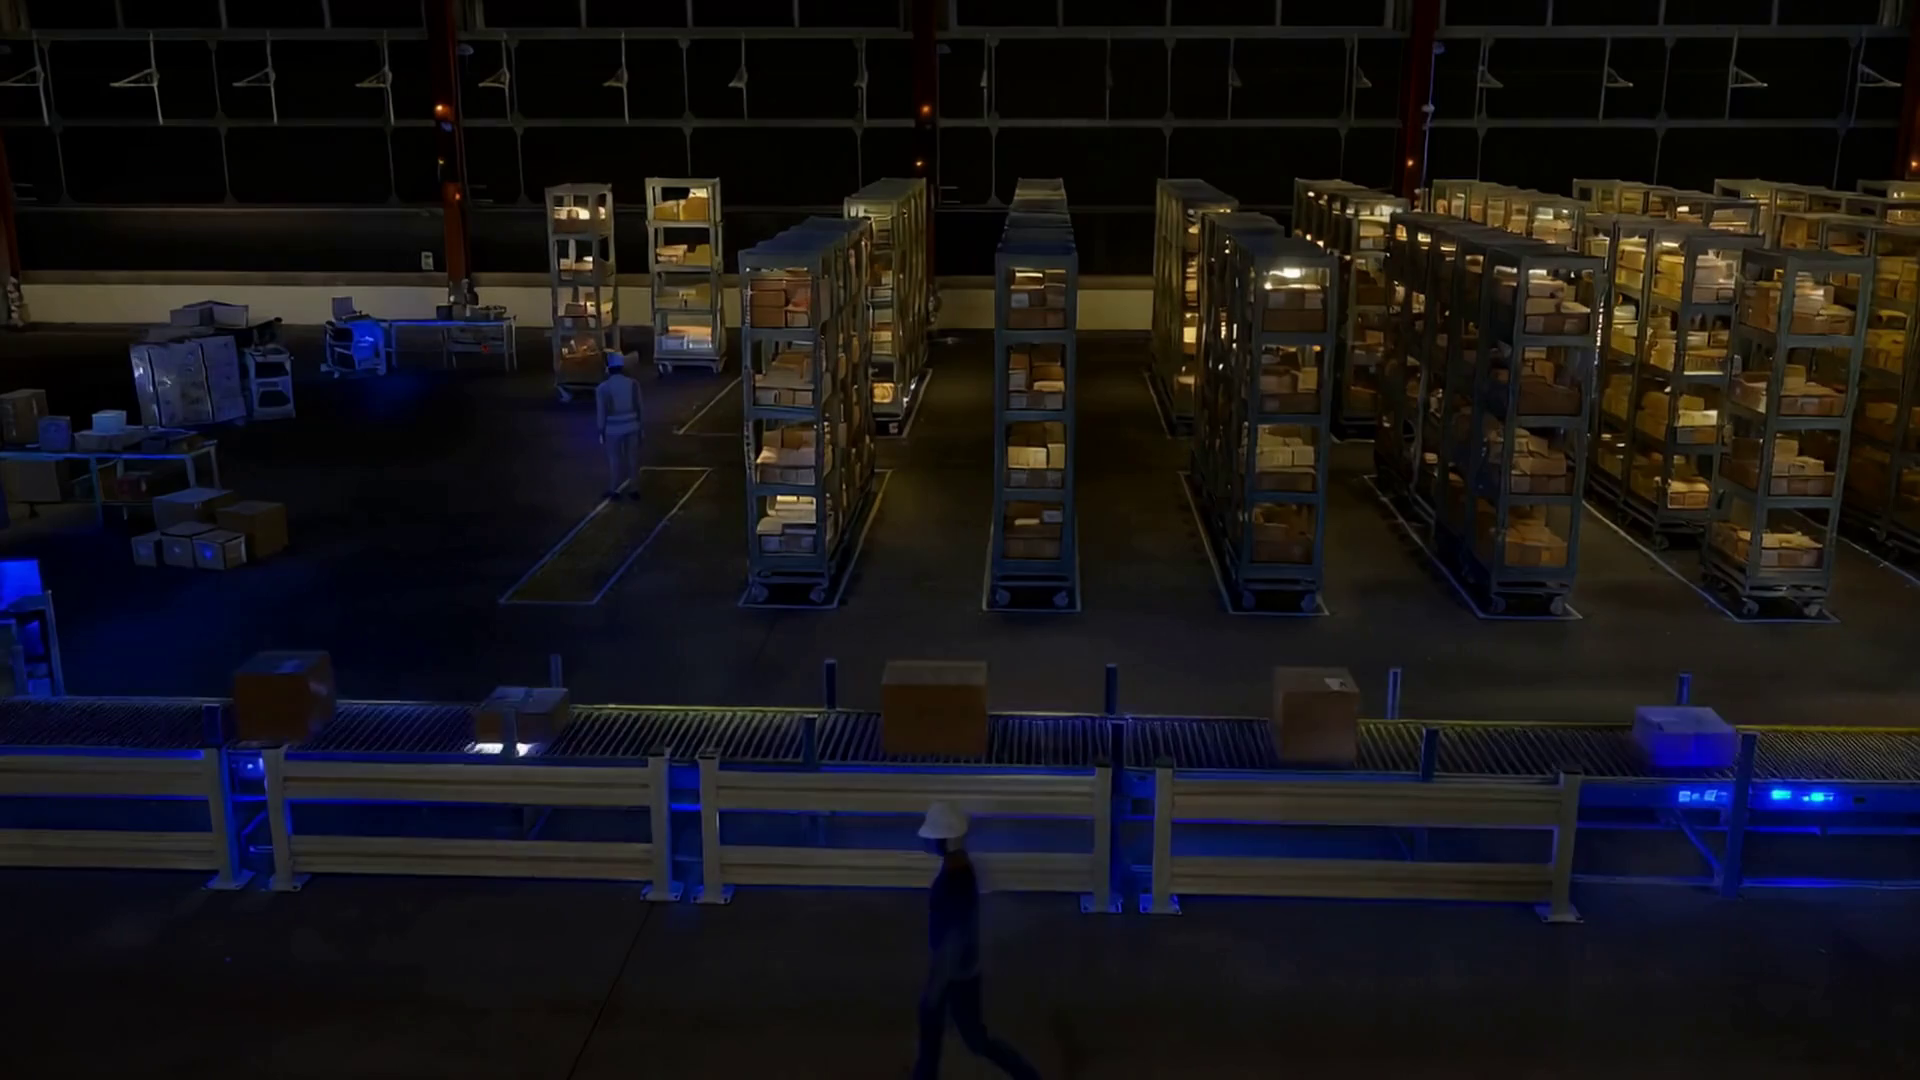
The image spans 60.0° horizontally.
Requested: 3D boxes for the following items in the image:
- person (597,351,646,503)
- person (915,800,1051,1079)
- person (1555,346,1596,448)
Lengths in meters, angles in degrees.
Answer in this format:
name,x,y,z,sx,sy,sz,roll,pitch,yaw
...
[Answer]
name,x,y,z,sx,sy,sz,roll,pitch,yaw
person,-4.314,-1.444,21.211,0.615,1.943,0.409,-8,17,-27
person,0.045,2.122,8.377,0.828,1.735,0.531,-1,15,-4
person,9.052,-2.266,24.497,0.660,1.823,0.573,3,15,12
